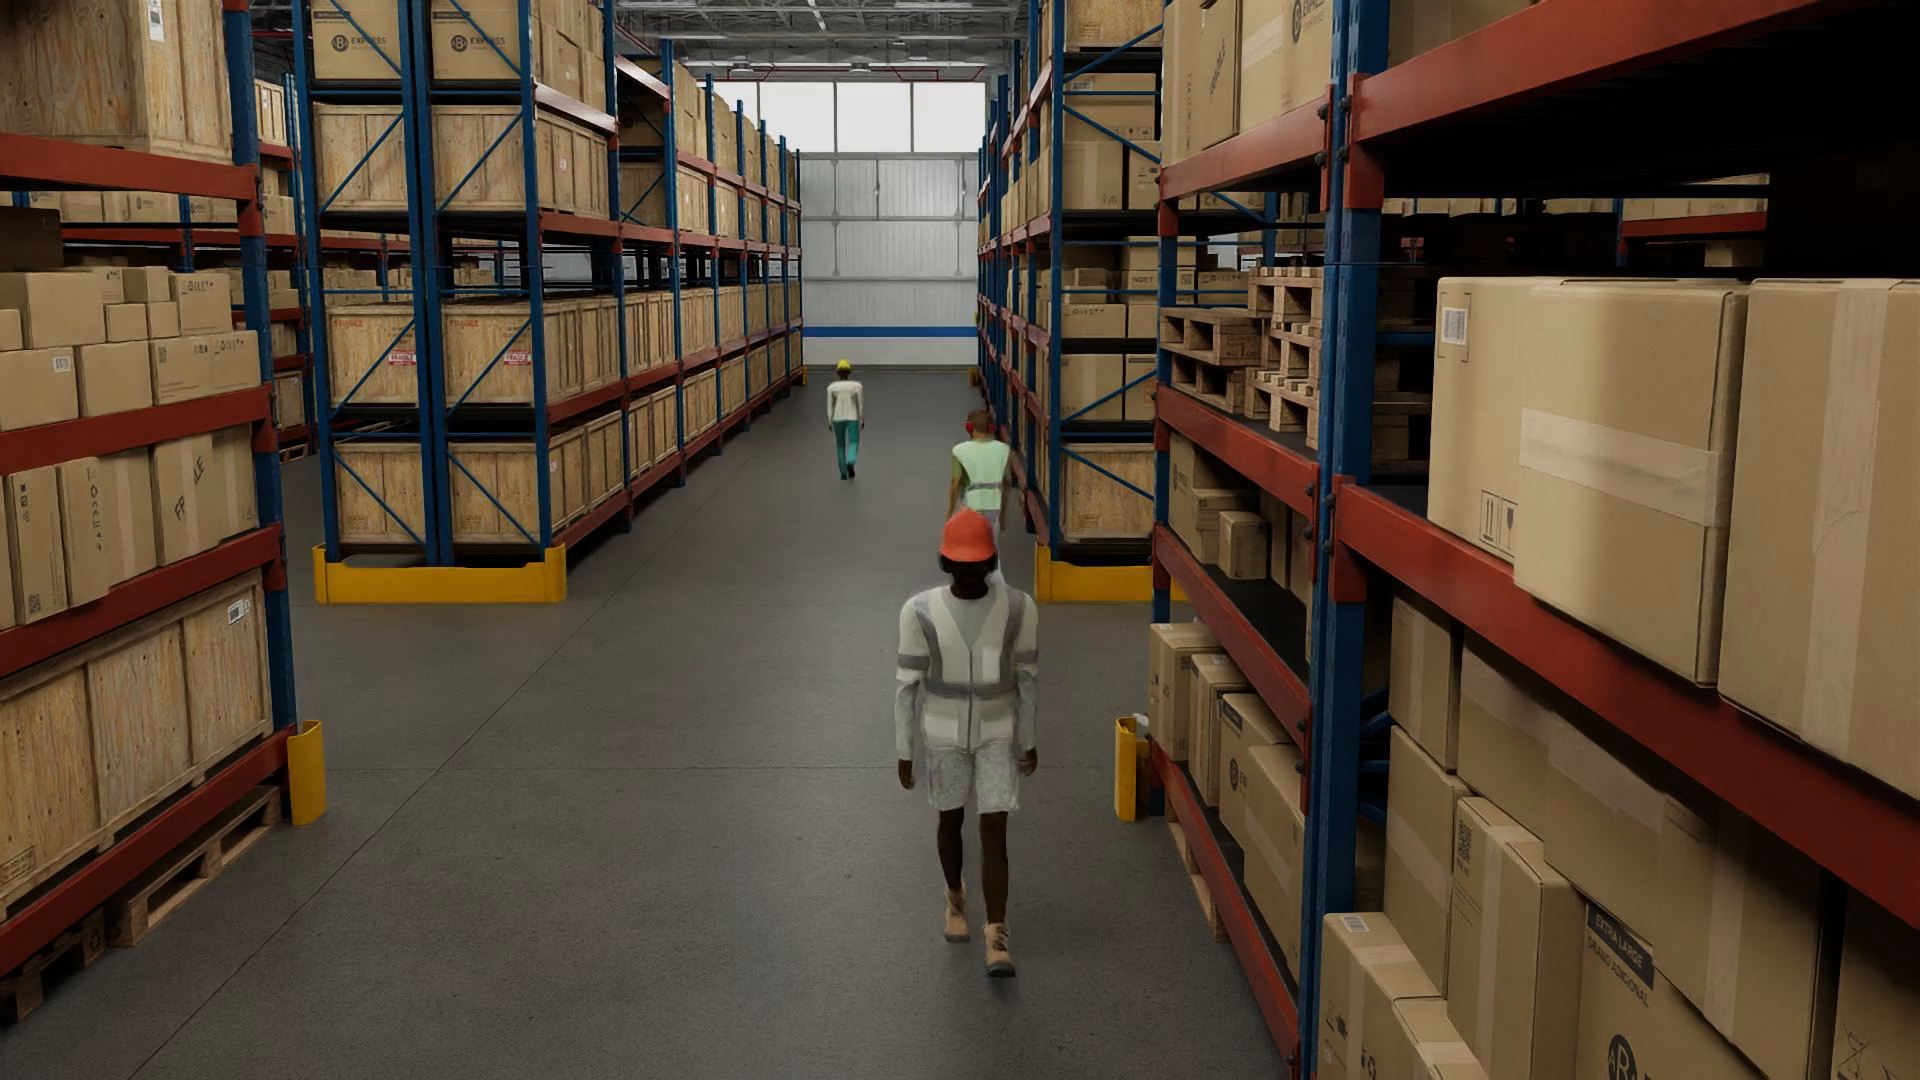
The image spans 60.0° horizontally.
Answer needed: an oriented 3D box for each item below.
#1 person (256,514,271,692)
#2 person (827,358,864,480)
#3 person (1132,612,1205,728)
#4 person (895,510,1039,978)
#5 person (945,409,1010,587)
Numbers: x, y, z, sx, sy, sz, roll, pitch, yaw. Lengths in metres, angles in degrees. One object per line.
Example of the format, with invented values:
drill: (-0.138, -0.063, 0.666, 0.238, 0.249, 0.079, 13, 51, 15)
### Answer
person: (-4.407, 0.486, 10.107, 0.469, 1.825, 0.646, 2, 9, 12)
person: (-1.648, -1.727, 23.874, 0.551, 1.751, 0.427, 0, 9, 2)
person: (1.508, 0.490, 10.734, 0.782, 1.598, 0.525, 4, 10, 24)
person: (0.037, 0.876, 7.181, 0.634, 1.994, 1.012, 0, 9, -1)
person: (0.193, -0.232, 14.576, 0.620, 1.811, 0.719, -5, 10, -27)
